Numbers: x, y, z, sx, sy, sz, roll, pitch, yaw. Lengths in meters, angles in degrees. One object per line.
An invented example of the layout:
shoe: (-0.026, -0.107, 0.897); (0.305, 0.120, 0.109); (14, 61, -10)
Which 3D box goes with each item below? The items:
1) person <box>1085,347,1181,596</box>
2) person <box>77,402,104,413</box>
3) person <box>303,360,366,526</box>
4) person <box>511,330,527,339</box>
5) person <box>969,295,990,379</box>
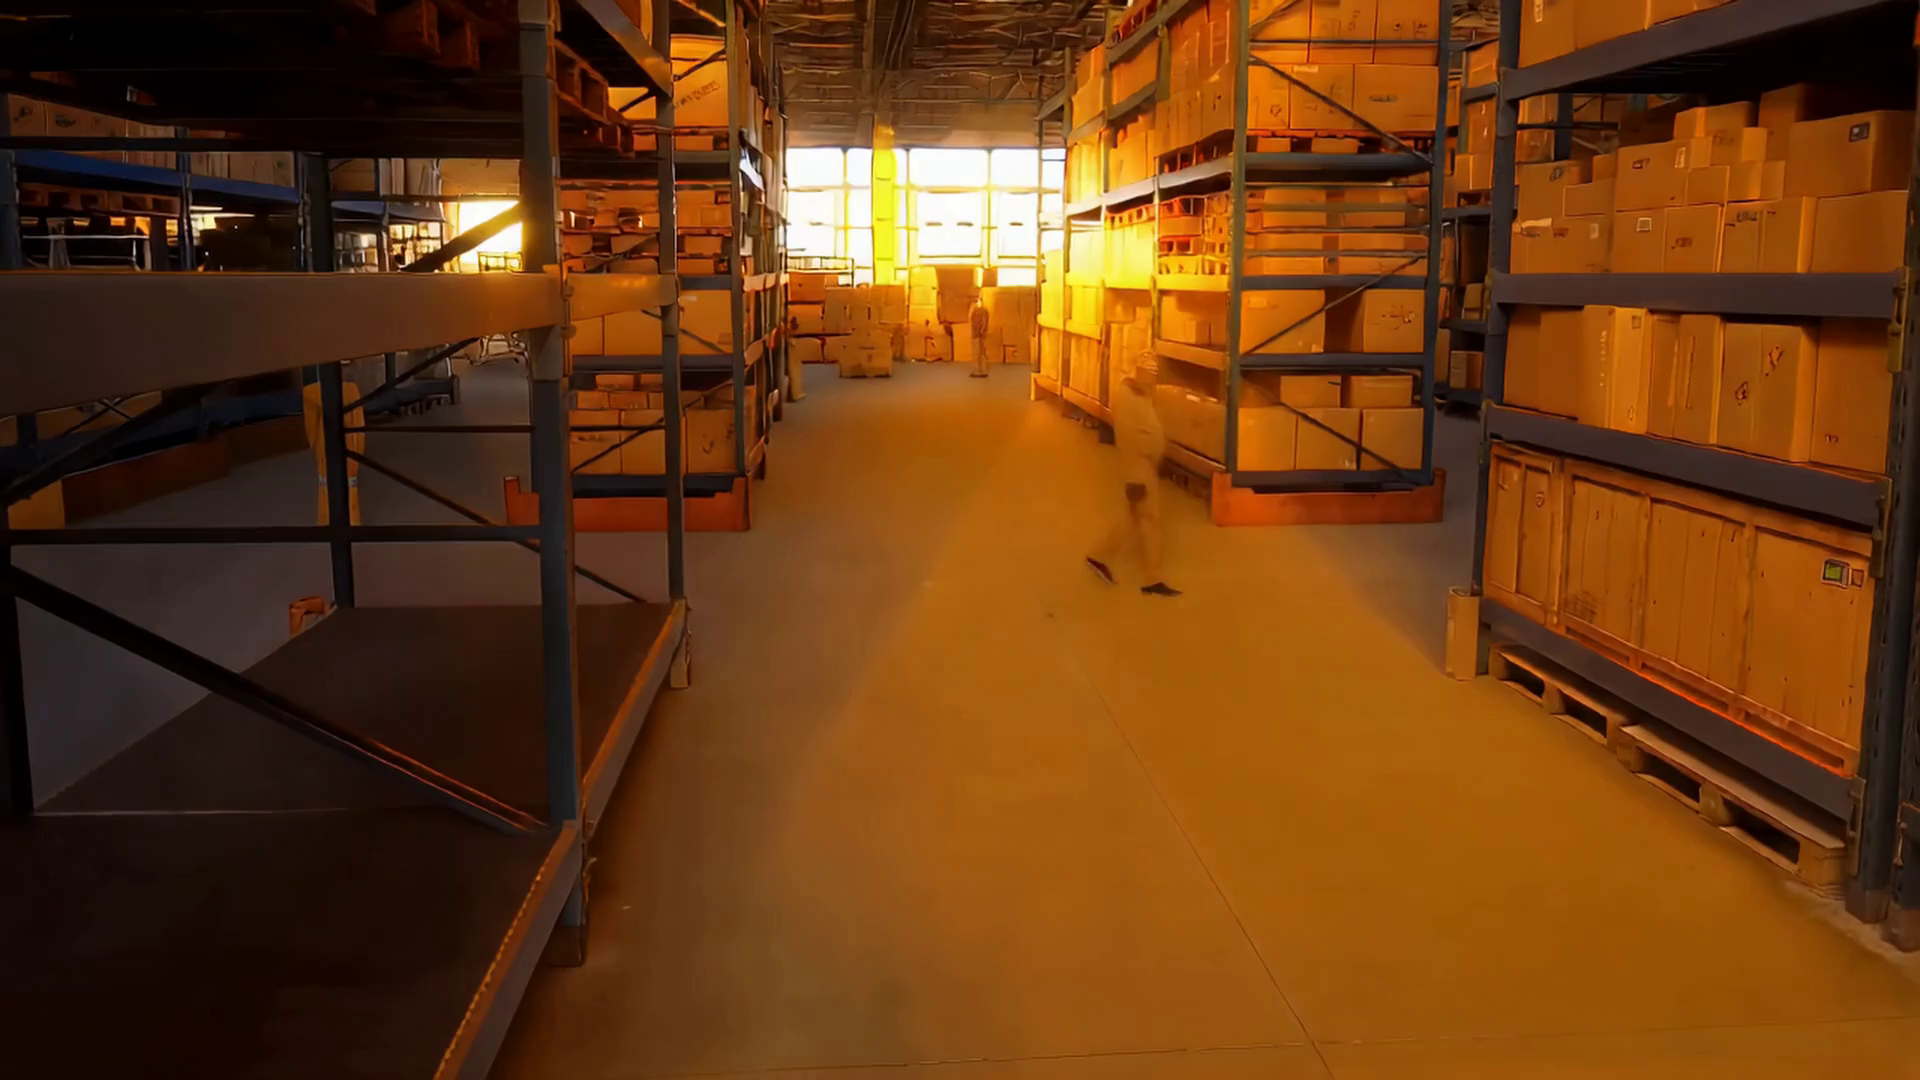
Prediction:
person: (1.319, -0.513, 12.538); (0.788, 1.871, 0.739); (1, 9, 9)
person: (-15.303, -3.194, 29.134); (0.352, 1.937, 0.635); (7, 12, 38)
person: (-5.672, -0.877, 15.128); (0.522, 1.769, 0.311); (-1, 9, -7)
person: (-16.542, -8.492, 62.590); (1.050, 1.879, 0.644); (-1, 9, -5)
person: (0.471, -4.722, 38.735); (0.373, 1.937, 0.630); (-5, 10, -28)
